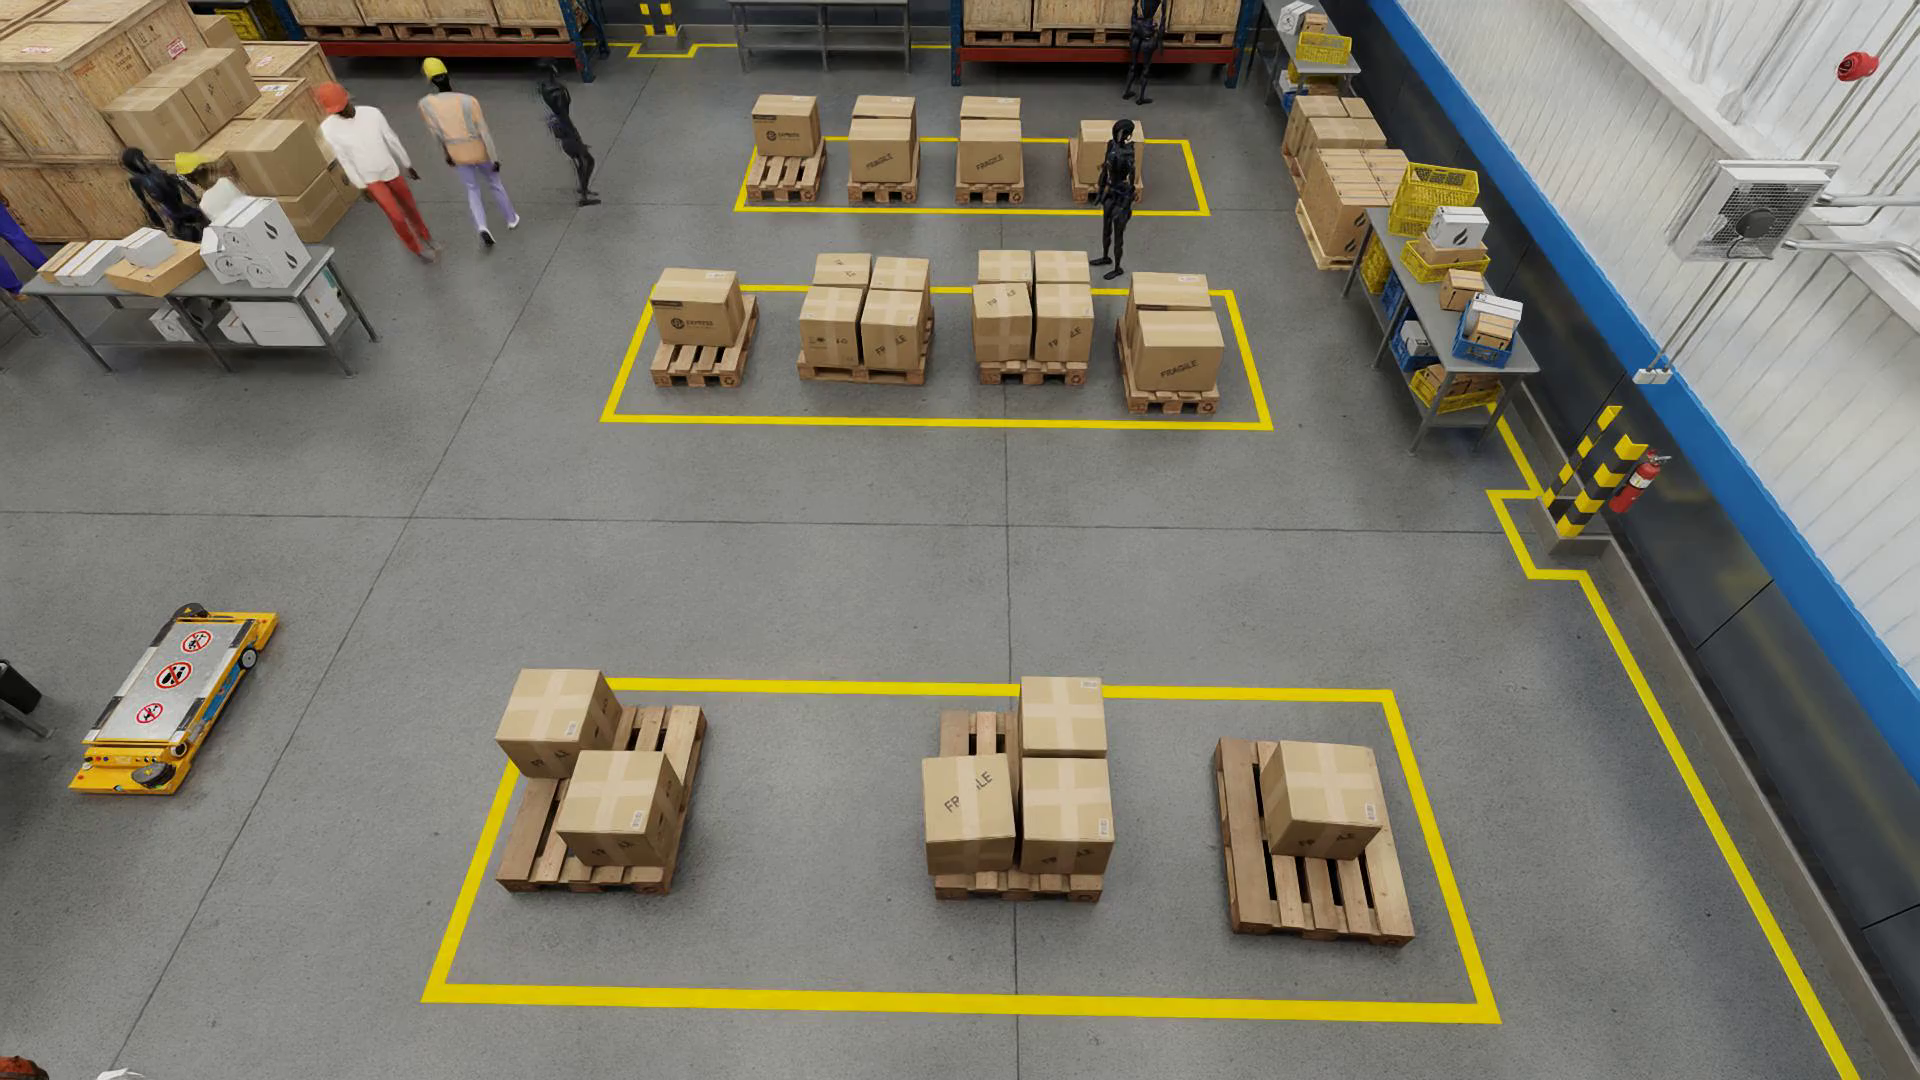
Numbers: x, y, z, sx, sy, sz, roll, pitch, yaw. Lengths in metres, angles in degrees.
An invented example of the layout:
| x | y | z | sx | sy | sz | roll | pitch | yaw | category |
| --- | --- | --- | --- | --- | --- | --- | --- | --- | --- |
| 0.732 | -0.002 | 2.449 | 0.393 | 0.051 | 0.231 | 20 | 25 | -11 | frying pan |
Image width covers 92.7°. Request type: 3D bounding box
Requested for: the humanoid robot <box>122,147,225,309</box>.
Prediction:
| x | y | z | sx | sy | sz | roll | pitch | yaw | category |
| --- | --- | --- | --- | --- | --- | --- | --- | --- | --- |
| -7.697 | -3.152 | 9.158 | 0.668 | 1.616 | 0.758 | -7 | 50 | -6 | humanoid robot |

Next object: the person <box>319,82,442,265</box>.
| x | y | z | sx | sy | sz | roll | pitch | yaw | category |
| --- | --- | --- | --- | --- | --- | --- | --- | --- | --- |
| -5.935 | -3.753 | 9.444 | 0.689 | 1.949 | 0.649 | 35 | 58 | 26 | person |

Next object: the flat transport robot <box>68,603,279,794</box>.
| x | y | z | sx | sy | sz | roll | pitch | yaw | category |
| --- | --- | --- | --- | --- | --- | --- | --- | --- | --- |
| -5.504 | 1.072 | 6.442 | 0.652 | 0.197 | 1.431 | 1 | 50 | 1 | flat transport robot |

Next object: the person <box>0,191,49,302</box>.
| x | y | z | sx | sy | sz | roll | pitch | yaw | category |
| --- | --- | --- | --- | --- | --- | --- | --- | --- | --- |
| -9.889 | -3.378 | 9.065 | 0.536 | 2.000 | 0.679 | 24 | 54 | 19 | person |

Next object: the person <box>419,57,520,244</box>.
| x | y | z | sx | sy | sz | roll | pitch | yaw | category |
| --- | --- | --- | --- | --- | --- | --- | --- | --- | --- |
| -5.241 | -4.092 | 9.772 | 0.597 | 1.891 | 0.709 | -11 | 51 | -9 | person |

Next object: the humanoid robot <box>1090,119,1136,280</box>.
| x | y | z | sx | sy | sz | roll | pitch | yaw | category |
| --- | --- | --- | --- | --- | --- | --- | --- | --- | --- |
| 1.594 | -3.472 | 9.373 | 0.325 | 1.657 | 0.596 | -18 | 52 | -14 | humanoid robot |

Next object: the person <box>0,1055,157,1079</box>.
| x | y | z | sx | sy | sz | roll | pitch | yaw | category |
| --- | --- | --- | --- | --- | --- | --- | --- | --- | --- |
| -3.592 | 2.628 | 4.083 | 0.573 | 1.887 | 0.355 | -17 | 52 | -14 | person |

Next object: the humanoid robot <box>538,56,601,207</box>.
| x | y | z | sx | sy | sz | roll | pitch | yaw | category |
| --- | --- | --- | --- | --- | --- | --- | --- | --- | --- |
| -4.387 | -4.587 | 10.326 | 0.387 | 1.641 | 0.615 | -17 | 52 | -14 | humanoid robot |

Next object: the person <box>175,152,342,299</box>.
| x | y | z | sx | sy | sz | roll | pitch | yaw | category |
| --- | --- | --- | --- | --- | --- | --- | --- | --- | --- |
| -6.834 | -2.914 | 8.879 | 0.845 | 1.719 | 0.560 | -1 | 50 | -1 | person |

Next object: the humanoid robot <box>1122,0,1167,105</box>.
| x | y | z | sx | sy | sz | roll | pitch | yaw | category |
| --- | --- | --- | --- | --- | --- | --- | --- | --- | --- |
| 2.435 | -6.657 | 12.067 | 0.315 | 1.657 | 0.602 | -31 | 57 | -24 | humanoid robot |
